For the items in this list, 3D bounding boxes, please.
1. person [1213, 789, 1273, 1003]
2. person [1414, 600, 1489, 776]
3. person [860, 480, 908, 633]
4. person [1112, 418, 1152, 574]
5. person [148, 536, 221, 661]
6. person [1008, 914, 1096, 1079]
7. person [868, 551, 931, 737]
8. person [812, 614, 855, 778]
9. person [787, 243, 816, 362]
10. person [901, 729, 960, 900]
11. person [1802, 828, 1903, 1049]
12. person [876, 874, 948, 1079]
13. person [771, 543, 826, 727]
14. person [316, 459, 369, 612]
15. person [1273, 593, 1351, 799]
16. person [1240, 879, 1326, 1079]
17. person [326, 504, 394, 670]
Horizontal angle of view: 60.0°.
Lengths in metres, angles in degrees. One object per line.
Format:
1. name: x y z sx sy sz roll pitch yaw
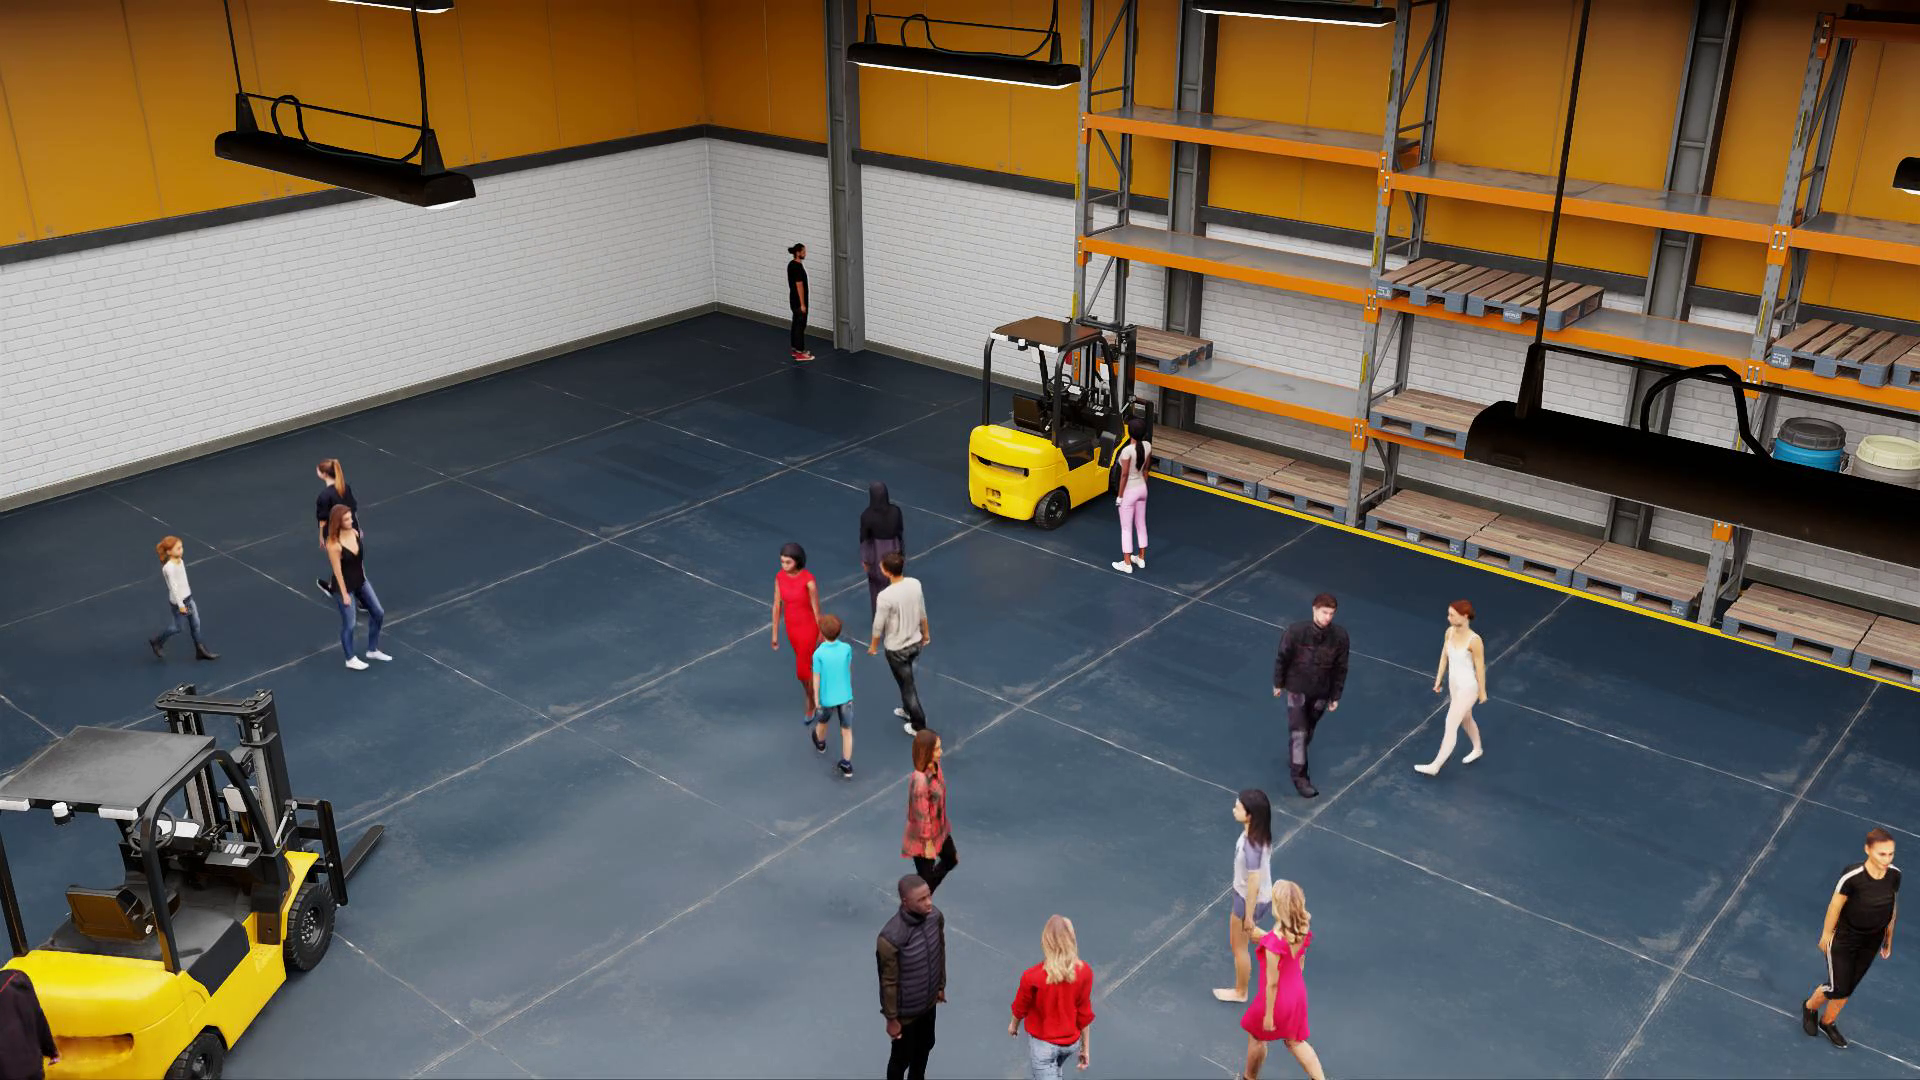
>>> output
1. person: 2.041 2.428 11.292 0.924 1.716 0.811 7 25 16
2. person: 4.354 1.243 14.139 0.923 1.607 1.023 -12 26 -26
3. person: -0.746 0.186 16.559 0.821 1.605 0.897 -6 24 -14
4. person: 1.868 -0.496 17.949 0.624 1.741 0.566 -18 30 -36
5. person: -7.568 0.592 16.012 0.911 1.300 0.788 1 24 1
6. person: 0.577 3.068 9.898 1.001 1.659 1.223 -8 25 -17
7. person: -0.441 0.955 14.576 0.692 1.784 0.734 -21 31 -39
8. person: -1.037 1.347 14.140 0.816 1.413 0.985 -8 25 -17
9. person: -2.429 -3.586 24.999 0.775 1.755 0.668 -8 25 -17
10. person: -0.311 2.107 12.055 0.735 1.692 0.724 6 24 14
11. person: 5.879 2.581 11.014 0.708 1.657 0.761 -4 24 -9
12. person: -0.305 2.829 10.224 0.562 1.835 0.683 20 31 38
13. person: -1.378 0.790 15.025 0.683 1.726 0.730 12 26 26
14. person: -6.218 -0.006 16.953 1.154 1.641 0.867 9 25 19
15. person: 2.895 1.223 13.957 1.175 1.789 1.209 2 24 5
16. person: 2.061 2.885 10.268 0.648 1.698 1.028 -20 31 -39
17. person: -5.871 0.438 15.854 0.737 1.707 0.691 8 25 17
